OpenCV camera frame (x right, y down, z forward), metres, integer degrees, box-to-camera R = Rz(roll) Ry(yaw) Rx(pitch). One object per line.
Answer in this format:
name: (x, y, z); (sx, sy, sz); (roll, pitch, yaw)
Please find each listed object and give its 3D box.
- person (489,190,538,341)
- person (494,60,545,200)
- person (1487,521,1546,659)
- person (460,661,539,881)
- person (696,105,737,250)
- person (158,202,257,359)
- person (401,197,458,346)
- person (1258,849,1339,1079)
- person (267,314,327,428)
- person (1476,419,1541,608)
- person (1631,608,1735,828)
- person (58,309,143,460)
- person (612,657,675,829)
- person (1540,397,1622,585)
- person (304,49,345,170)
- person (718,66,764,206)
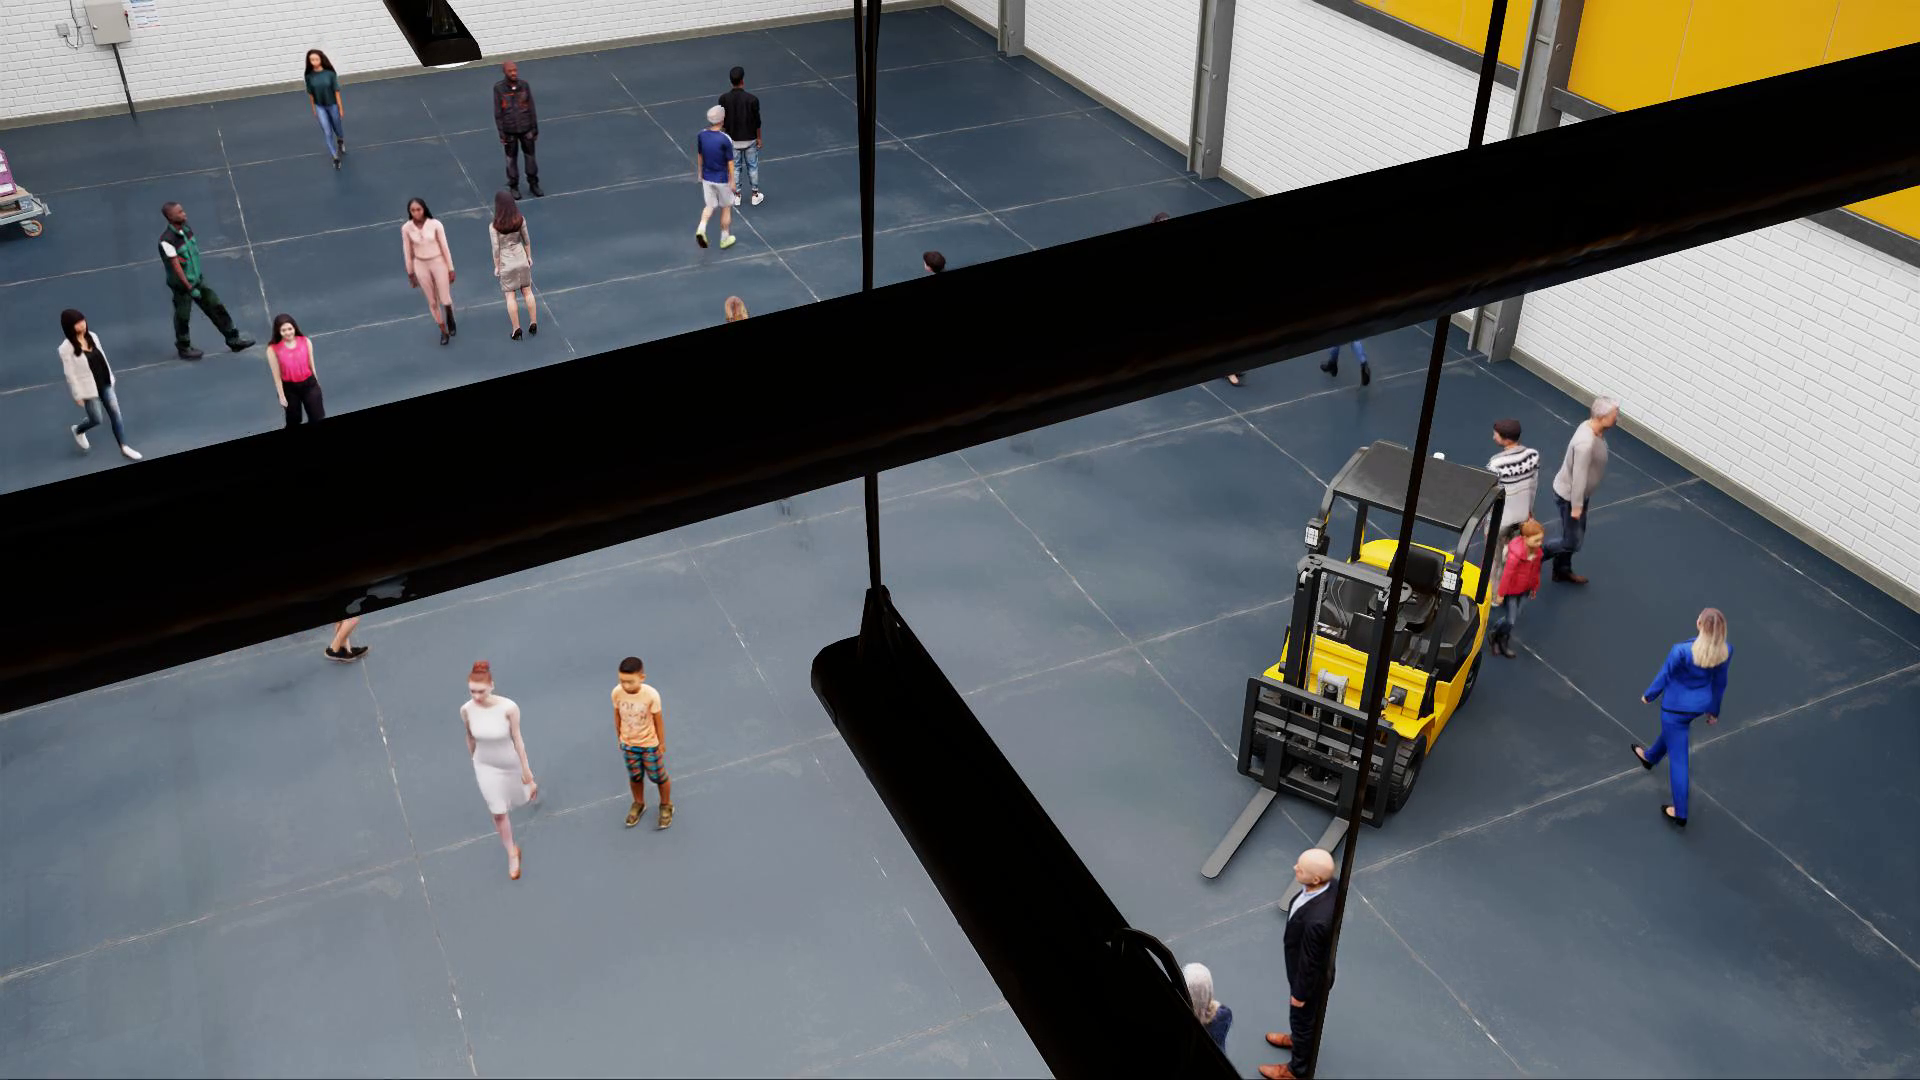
person: (-4.955, -3.046, 18.445); (0.642, 1.747, 0.576); (-23, 40, -31)
person: (-5.863, -5.457, 22.009); (0.685, 1.818, 0.567); (-14, 36, -20)
person: (4.532, 0.377, 13.692); (0.519, 1.308, 0.514); (-15, 36, -21)
person: (-3.148, 1.521, 11.556); (0.845, 1.768, 1.088); (0, 34, -1)
person: (-3.016, -4.394, 20.411); (0.989, 1.815, 1.040); (10, 35, 15)
person: (-8.445, -2.771, 17.988); (1.102, 1.796, 1.145); (5, 34, 8)
person: (-5.836, -3.004, 18.415); (0.748, 1.711, 0.764); (-3, 34, -5)
person: (2.094, 2.550, 9.981); (0.826, 1.798, 0.732); (6, 34, 8)
person: (-6.449, -1.459, 16.161); (0.736, 1.633, 1.079); (-23, 40, -30)
person: (4.651, -0.170, 14.035); (0.759, 1.840, 0.677); (-9, 35, -13)
person: (5.269, 1.297, 11.999); (0.784, 1.651, 1.179); (-8, 34, -11)
person: (-8.530, -1.514, 16.256); (1.042, 1.620, 0.969); (12, 36, 18)
person: (-2.290, 1.433, 11.967); (0.592, 1.460, 0.628); (5, 34, 7)
person: (5.249, -0.397, 14.327); (1.024, 1.894, 0.965); (14, 36, 21)
person: (-8.763, -6.004, 23.031); (0.687, 1.597, 1.014); (-9, 35, -13)
person: (-2.862, -5.276, 21.743); (0.784, 1.811, 0.761); (0, 34, 1)
